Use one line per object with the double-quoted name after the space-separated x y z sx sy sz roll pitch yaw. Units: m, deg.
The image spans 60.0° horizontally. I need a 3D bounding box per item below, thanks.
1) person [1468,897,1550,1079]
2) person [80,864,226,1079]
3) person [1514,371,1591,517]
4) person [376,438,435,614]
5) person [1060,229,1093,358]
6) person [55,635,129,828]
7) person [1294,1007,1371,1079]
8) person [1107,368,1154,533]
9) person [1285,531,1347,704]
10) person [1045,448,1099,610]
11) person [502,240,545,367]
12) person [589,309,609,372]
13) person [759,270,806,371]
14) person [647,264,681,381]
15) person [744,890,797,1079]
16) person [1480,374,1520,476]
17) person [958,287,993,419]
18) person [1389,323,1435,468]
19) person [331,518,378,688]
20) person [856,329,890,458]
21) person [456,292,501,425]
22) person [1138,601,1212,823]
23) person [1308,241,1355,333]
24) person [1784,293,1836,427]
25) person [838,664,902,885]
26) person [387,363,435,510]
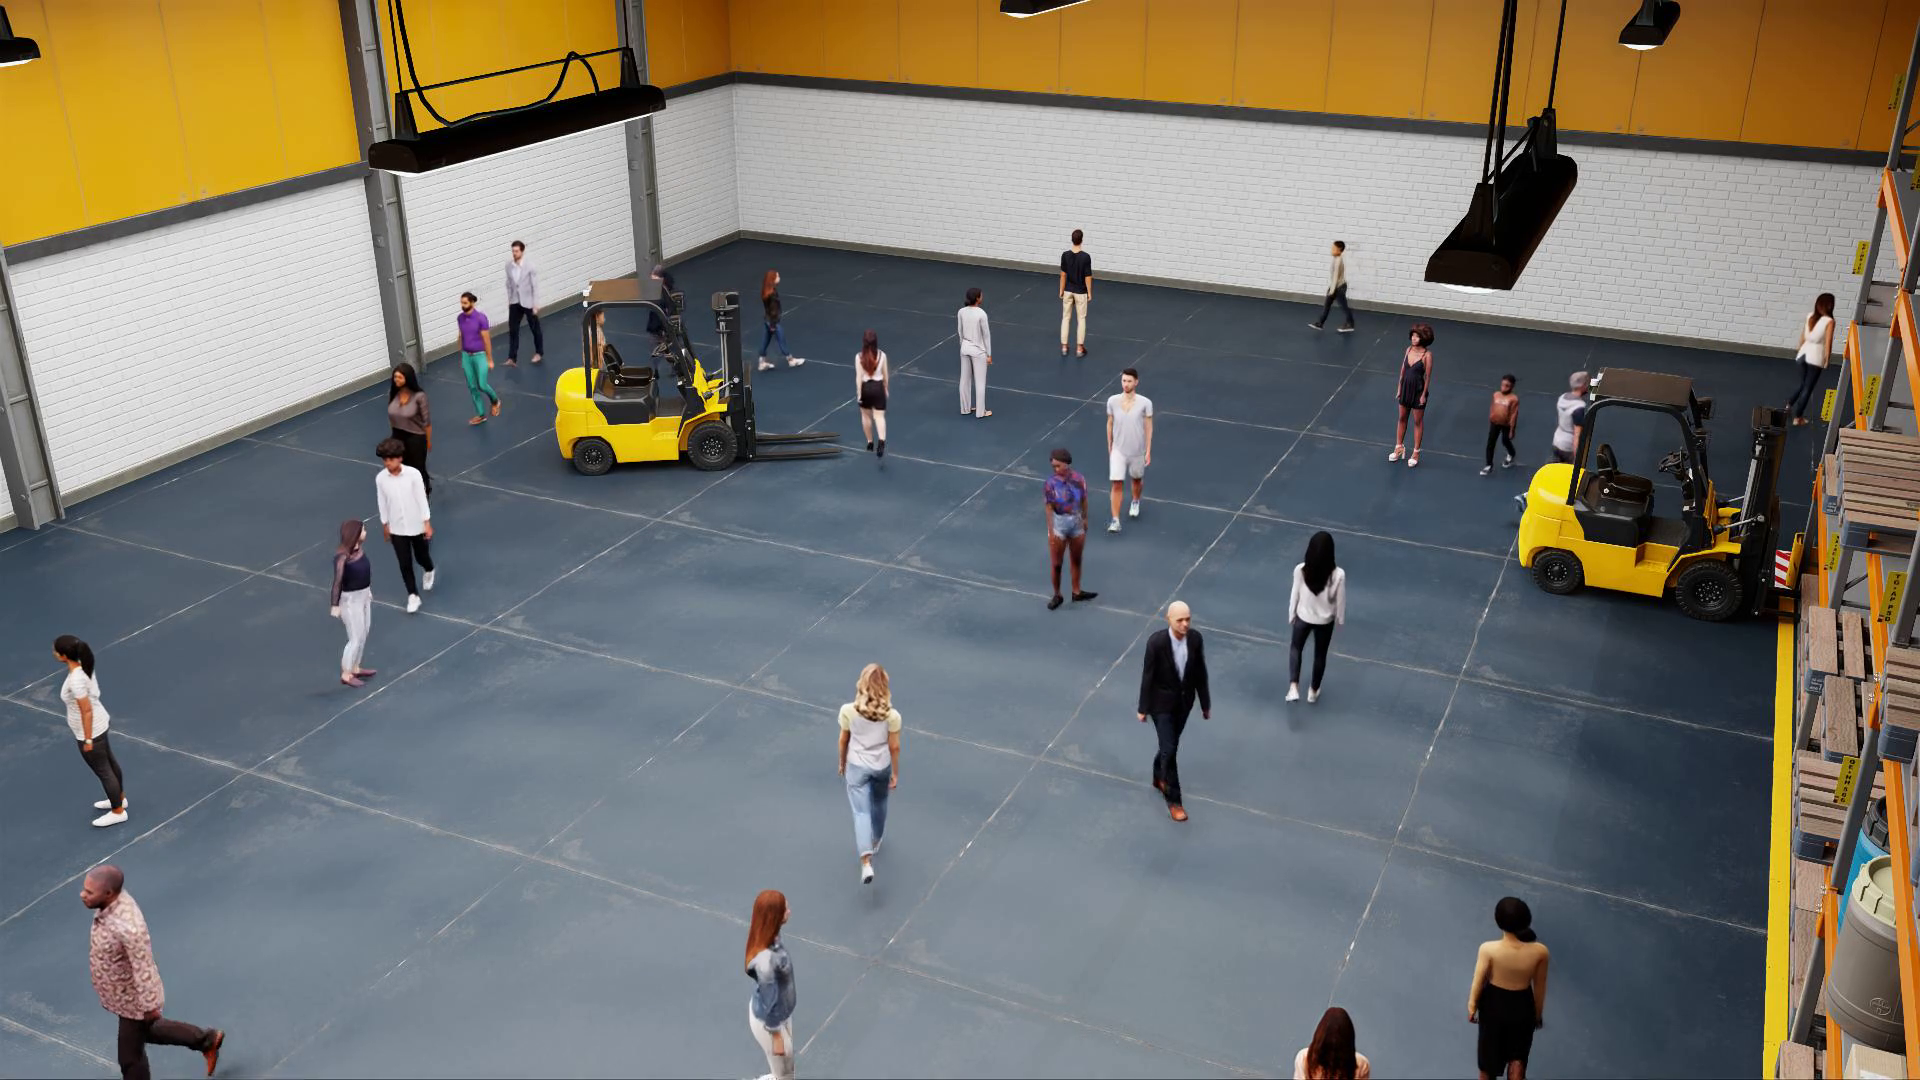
3.241 2.862 9.834 0.704 1.644 0.812 4 24 9 "person"
-4.917 2.690 10.051 1.167 1.785 0.993 -18 29 -35 "person"
6.647 -0.989 18.440 1.086 1.807 1.115 -3 24 -6 "person"
-5.501 -0.195 16.631 0.903 1.800 1.020 -4 24 -9 "person"
1.698 -3.634 24.434 0.643 1.851 0.562 9 25 20 "person"
-6.791 1.467 13.027 0.703 1.642 0.638 -8 25 -17 "person"
2.038 3.207 9.244 0.630 1.484 0.618 2 24 5 "person"
1.919 -1.039 18.551 0.845 1.809 1.249 6 24 14 "person"
3.122 0.725 14.662 0.686 1.692 0.794 7 25 16 "person"
1.105 -0.134 16.579 0.818 1.730 0.862 -12 26 -26 "person"
-6.251 -3.440 24.026 0.831 1.822 1.066 6 24 13 "person"
-4.835 -2.331 21.973 0.989 1.435 0.842 -15 28 -30 "person"
-2.748 -3.117 23.749 0.979 1.453 0.881 -12 26 -25 "person"
-4.119 -3.080 23.422 0.676 1.648 0.857 9 25 21 "person"
-1.172 2.833 9.839 0.925 1.692 0.923 -1 24 -3 "person"
6.603 -1.412 20.124 0.708 1.232 0.964 21 31 39 "person"
0.185 -2.487 21.952 0.675 1.737 0.596 16 28 33 "person"
5.534 -1.787 20.285 0.642 1.790 0.625 -21 31 -39 "person"
-5.546 0.584 15.128 0.811 1.577 0.655 6 24 13 "person"
-1.065 -1.758 20.423 0.953 1.626 1.072 -6 24 -13 "person"
-6.267 -2.396 21.719 0.677 1.758 0.734 8 25 18 "person"
1.659 1.267 13.312 1.066 1.780 1.117 -9 25 -20 "person"
5.845 -3.866 25.492 0.906 1.429 0.975 1 24 3 "person"
10.946 -2.322 21.524 0.824 1.778 0.766 -10 25 -21 "person"
-0.677 1.750 12.310 0.954 1.698 1.182 -1 24 -1 "person"
-6.143 -1.143 18.766 0.747 1.828 0.886 6 24 12 "person"
